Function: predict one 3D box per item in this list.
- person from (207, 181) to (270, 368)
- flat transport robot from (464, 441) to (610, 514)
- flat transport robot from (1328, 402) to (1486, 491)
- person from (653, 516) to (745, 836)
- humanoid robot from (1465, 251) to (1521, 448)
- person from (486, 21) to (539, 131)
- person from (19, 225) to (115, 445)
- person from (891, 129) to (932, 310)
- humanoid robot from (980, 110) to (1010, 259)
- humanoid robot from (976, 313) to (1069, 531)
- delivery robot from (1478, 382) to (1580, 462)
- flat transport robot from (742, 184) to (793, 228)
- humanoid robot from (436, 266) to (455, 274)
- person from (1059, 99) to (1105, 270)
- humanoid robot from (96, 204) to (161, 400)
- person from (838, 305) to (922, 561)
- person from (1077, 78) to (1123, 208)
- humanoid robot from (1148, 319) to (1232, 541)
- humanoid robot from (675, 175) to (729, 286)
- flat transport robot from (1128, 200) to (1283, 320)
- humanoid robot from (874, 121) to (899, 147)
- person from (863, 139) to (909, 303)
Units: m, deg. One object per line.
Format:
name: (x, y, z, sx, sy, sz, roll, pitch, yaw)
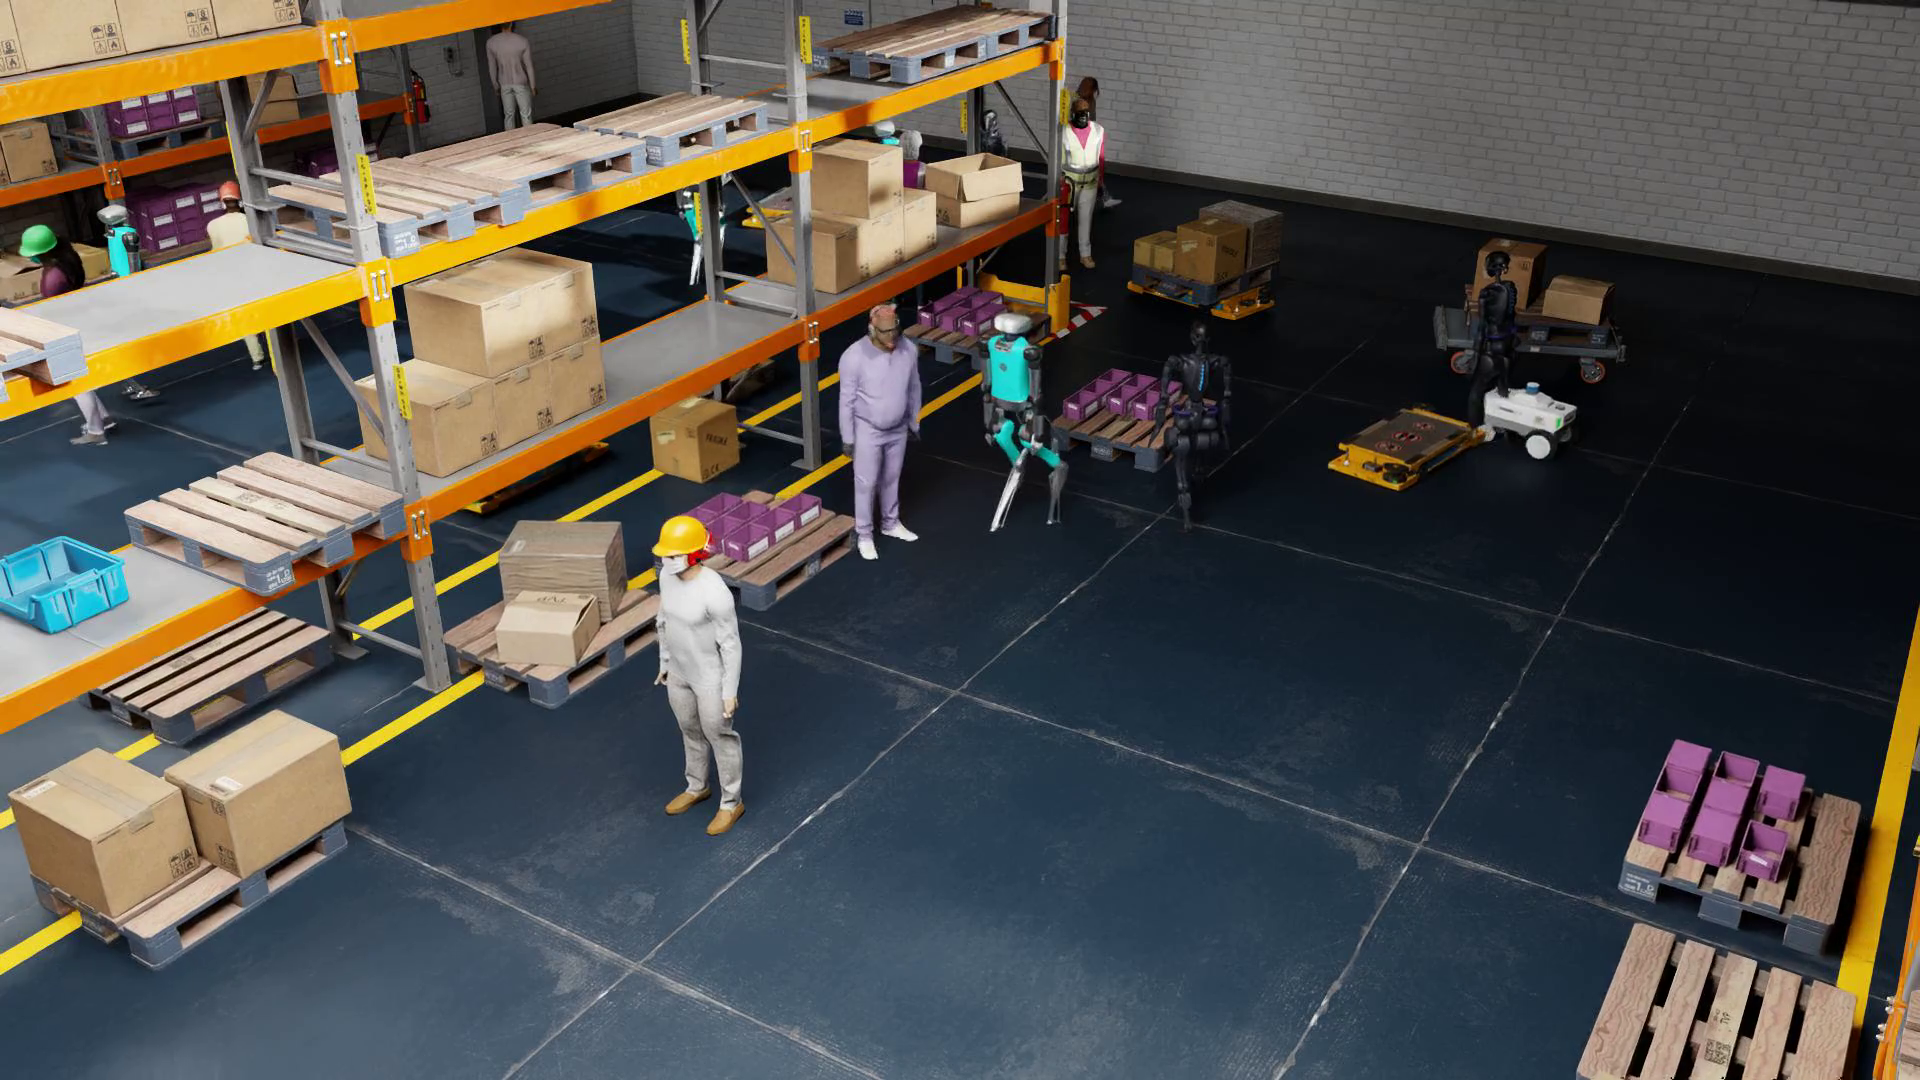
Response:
person: (-6.591, -2.492, 15.485, 0.570, 1.729, 0.594, 0, 27, 0)
flat transport robot: (-3.561, -0.616, 13.413, 0.659, 0.231, 1.431, 16, 31, 28)
flat transport robot: (3.708, -0.779, 13.734, 0.659, 0.231, 1.431, 23, 35, 38)
person: (-1.417, 0.724, 8.977, 0.570, 1.894, 0.376, 20, 33, 34)
humanoid robot: (4.445, -1.557, 13.729, 0.609, 1.632, 0.502, -23, 35, -38)
person: (-6.005, -6.122, 22.424, 0.627, 1.934, 0.371, 2, 27, 3)
person: (-7.335, -1.688, 13.706, 0.442, 1.921, 0.558, -8, 28, -16)
person: (-0.494, -3.223, 16.817, 0.507, 1.840, 0.334, 7, 28, 13)
humanoid robot: (0.332, -3.974, 18.517, 0.777, 1.617, 0.612, -24, 35, -39)
humanoid robot: (0.519, -0.892, 12.381, 0.549, 1.793, 0.795, 17, 32, 30)
delivery robot: (4.759, -1.009, 13.889, 0.814, 0.611, 0.499, 23, 35, 38)
flat transport robot: (-2.023, -4.026, 20.131, 0.659, 0.231, 1.431, 10, 28, 18)
humanoid robot: (-5.190, -3.018, 16.651, 0.600, 1.635, 0.797, 2, 27, 4)
person: (1.284, -3.858, 18.064, 0.623, 1.844, 0.429, -7, 28, -14)
humanoid robot: (-7.379, -2.018, 14.400, 0.735, 1.681, 0.533, -23, 35, -37)
person: (-0.537, -0.780, 11.952, 0.688, 1.894, 0.488, -18, 32, -31)
person: (1.552, -4.809, 20.214, 0.868, 1.584, 0.522, 15, 31, 27)
humanoid robot: (1.702, -0.868, 12.391, 0.615, 1.629, 0.757, -4, 27, -8)
humanoid robot: (-2.704, -3.577, 17.652, 0.541, 1.810, 0.770, 5, 27, 10)
flat transport robot: (2.504, -2.601, 17.323, 0.659, 0.231, 1.431, -24, 35, -38)
humanoid robot: (-0.931, -3.422, 17.367, 0.656, 1.840, 0.541, -9, 28, -16)
person: (-0.868, -3.230, 16.940, 0.717, 1.727, 0.569, -20, 33, -34)
